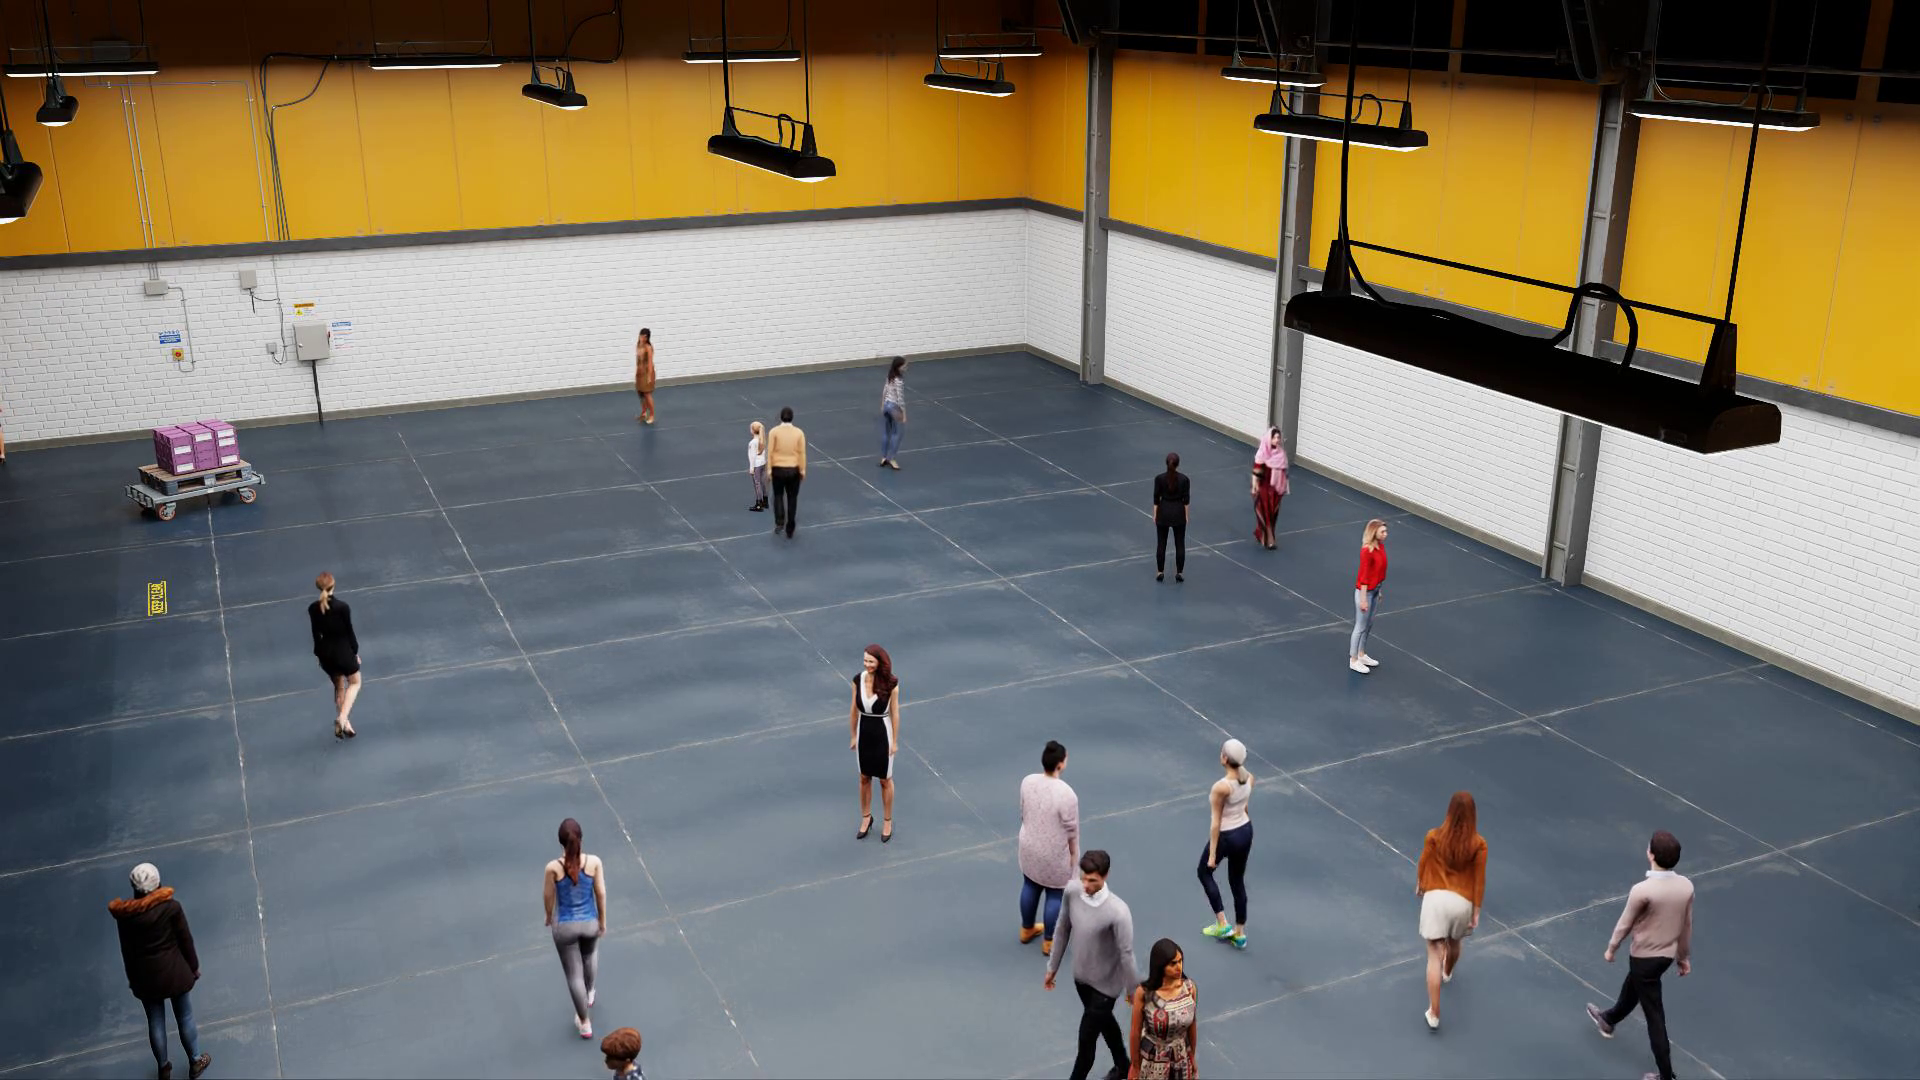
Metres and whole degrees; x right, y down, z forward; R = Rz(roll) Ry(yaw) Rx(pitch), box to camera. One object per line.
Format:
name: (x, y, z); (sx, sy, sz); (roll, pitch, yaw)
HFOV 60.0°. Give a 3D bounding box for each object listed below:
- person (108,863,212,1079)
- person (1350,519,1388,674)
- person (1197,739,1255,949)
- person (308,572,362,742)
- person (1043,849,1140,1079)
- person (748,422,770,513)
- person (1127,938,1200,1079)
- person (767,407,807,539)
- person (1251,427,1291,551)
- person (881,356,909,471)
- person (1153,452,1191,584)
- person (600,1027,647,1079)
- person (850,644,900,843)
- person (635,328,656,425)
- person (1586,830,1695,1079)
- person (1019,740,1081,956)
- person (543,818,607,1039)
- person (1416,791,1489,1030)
person: (-5.356, 2.894, 11.161); (0.674, 1.634, 0.667); (-5, 19, -13)
person: (4.408, 0.580, 17.925); (0.675, 1.703, 0.692); (13, 23, 35)
person: (2.128, 2.355, 12.680); (0.686, 1.687, 0.699); (-14, 23, -36)
person: (-6.044, 1.184, 16.062); (0.765, 1.748, 0.871); (1, 19, 2)
person: (0.967, 2.847, 10.930); (0.904, 1.871, 1.106); (-12, 22, -32)
person: (-2.839, -1.047, 23.423); (0.628, 1.278, 0.579); (9, 21, 25)
person: (1.254, 3.193, 10.256); (0.683, 1.645, 0.579); (-5, 19, -15)
person: (-2.330, -0.880, 22.222); (0.778, 1.727, 0.795); (-2, 19, -6)
person: (4.028, -0.720, 21.886); (0.710, 1.640, 0.905); (-7, 20, -19)
person: (-1.063, -1.942, 25.297); (0.501, 1.777, 0.797); (17, 25, 41)
person: (2.600, -0.272, 20.521); (0.686, 1.661, 0.720); (4, 19, 11)
person: (-1.832, 3.475, 9.765); (0.621, 1.424, 0.564); (-4, 19, -12)
person: (-0.733, 1.739, 14.339); (0.637, 1.796, 0.687); (6, 19, 17)
person: (-5.271, -2.736, 27.862); (0.889, 1.646, 0.581); (-10, 21, -27)
person: (4.658, 2.852, 11.101); (0.746, 1.752, 1.261); (-6, 19, -17)
person: (0.656, 2.328, 12.673); (0.716, 1.743, 0.840); (16, 24, 39)
person: (-2.679, 2.748, 11.671); (0.555, 1.587, 0.813); (-9, 21, -25)
person: (3.465, 2.656, 11.816); (1.043, 1.668, 1.185); (4, 19, 12)
